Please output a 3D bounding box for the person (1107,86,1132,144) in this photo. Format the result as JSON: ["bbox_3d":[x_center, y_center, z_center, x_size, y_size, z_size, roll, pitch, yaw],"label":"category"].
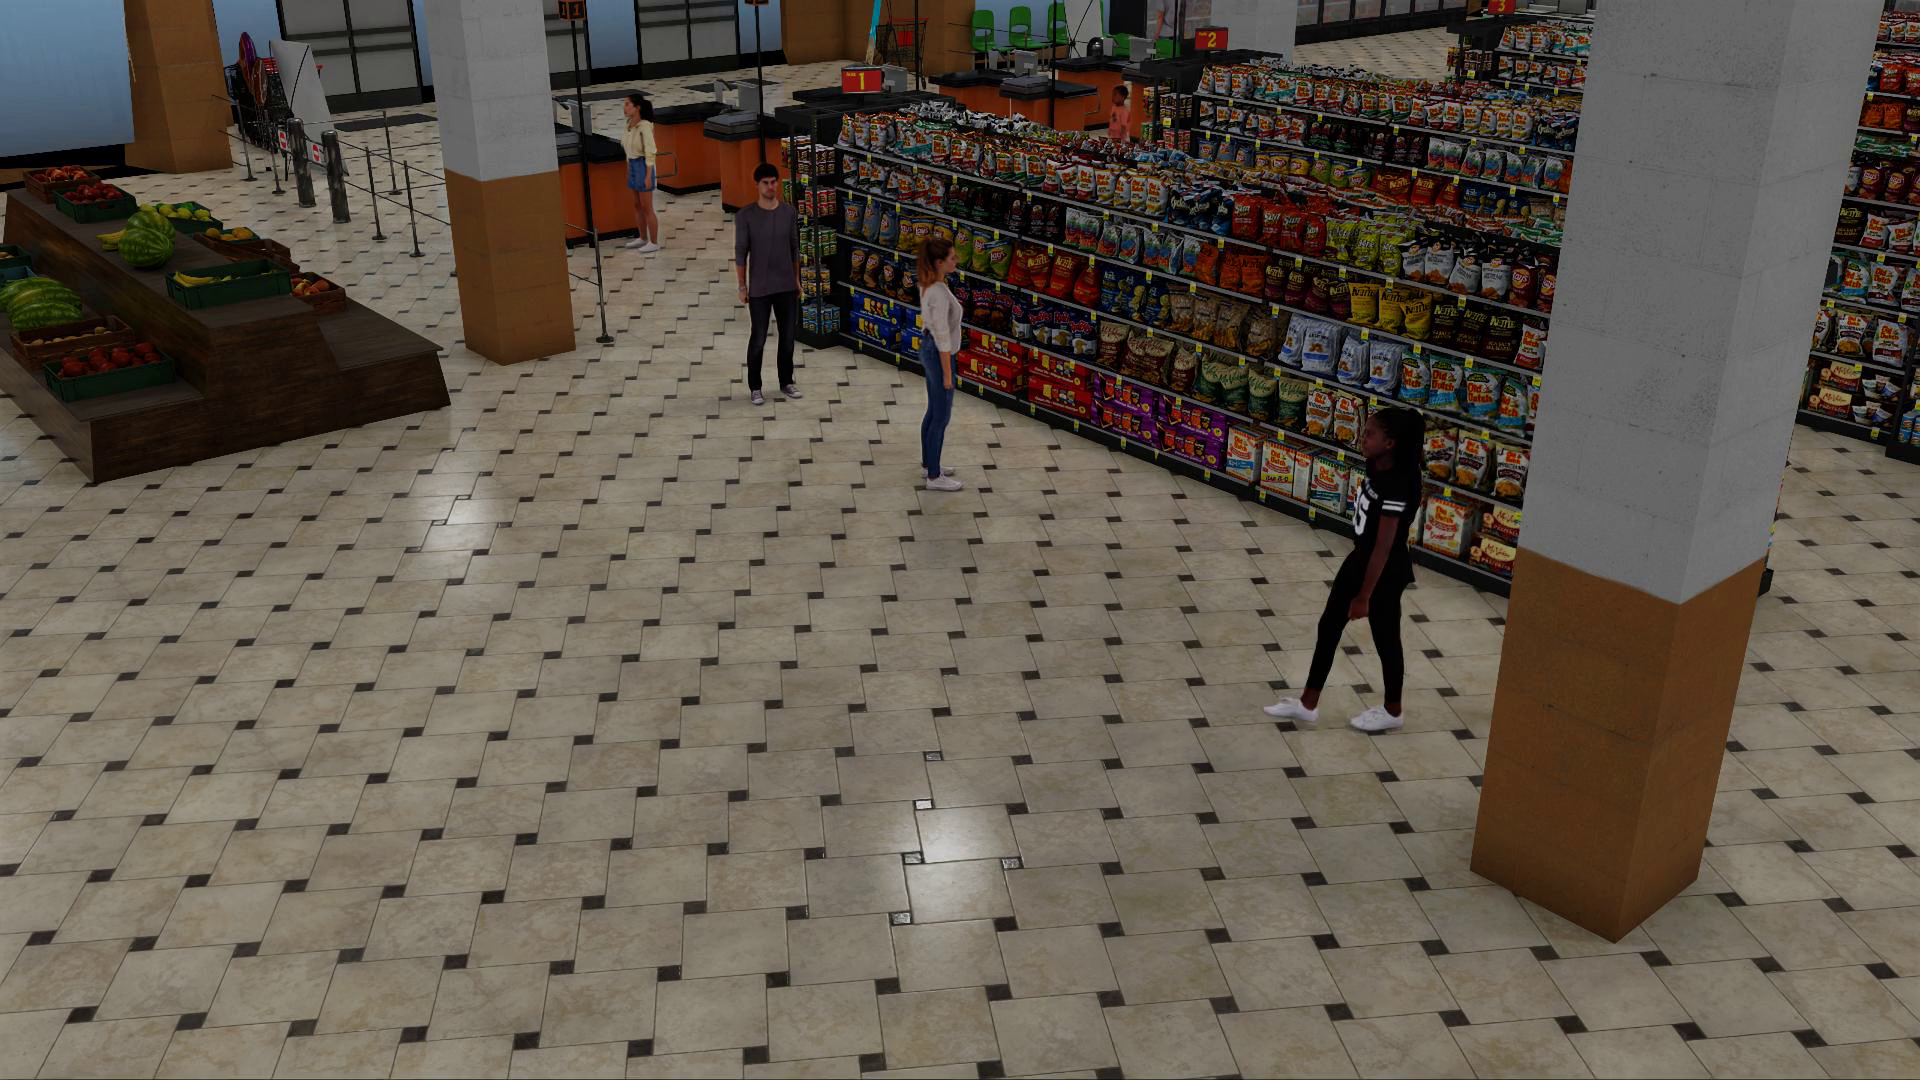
[{"bbox_3d":[1.978,-4.795,20.023,0.672,1.285,0.813,-12,26,-26],"label":"person"}]

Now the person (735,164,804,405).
[{"bbox_3d":[-1.468,-1.997,12.922,0.718,1.851,0.595,-12,26,-26],"label":"person"}]

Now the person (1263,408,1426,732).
[{"bbox_3d":[2.108,0.181,8.122,0.993,1.709,0.999,-3,24,-6],"label":"person"}]

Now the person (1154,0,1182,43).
[{"bbox_3d":[3.486,-8.555,27.865,0.666,1.886,0.532,-19,30,-37],"label":"person"}]

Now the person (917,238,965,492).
[{"bbox_3d":[-0.148,-1.196,11.258,0.748,1.719,0.629,-4,24,-9],"label":"person"}]

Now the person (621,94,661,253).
[{"bbox_3d":[-3.337,-3.850,17.431,0.701,1.631,0.496,-17,29,-33],"label":"person"}]
